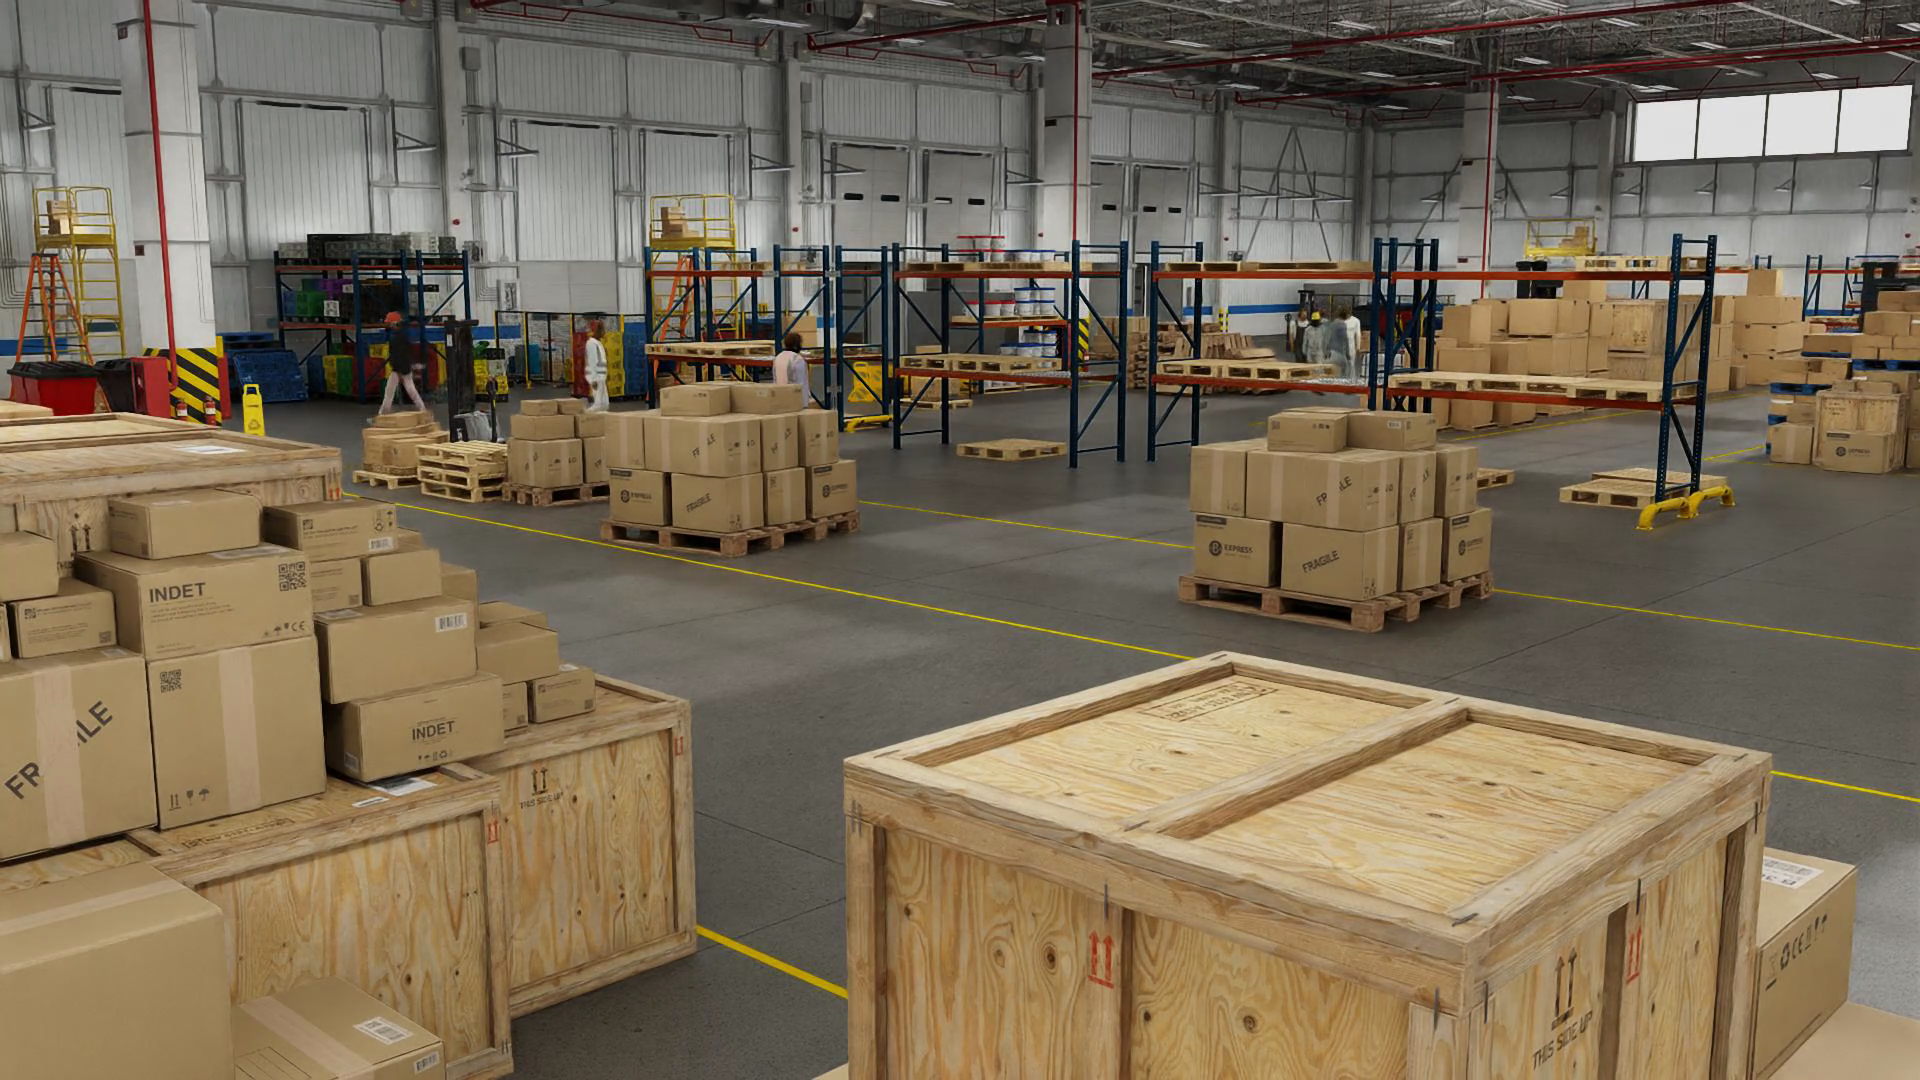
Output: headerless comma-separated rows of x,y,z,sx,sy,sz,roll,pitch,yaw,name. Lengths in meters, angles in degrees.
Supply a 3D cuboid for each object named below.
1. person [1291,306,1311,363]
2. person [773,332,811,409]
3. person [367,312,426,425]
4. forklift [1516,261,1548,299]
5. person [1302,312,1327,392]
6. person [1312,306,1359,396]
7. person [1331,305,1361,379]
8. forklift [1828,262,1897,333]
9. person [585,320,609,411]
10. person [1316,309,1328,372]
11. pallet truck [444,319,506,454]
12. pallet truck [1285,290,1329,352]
7.620,-4.294,37.097,0.514,1.827,0.646,0,9,-1,person
-2.137,-1.755,21.484,0.429,1.840,0.636,-8,12,-39,person
-9.472,-2.871,28.054,1.047,1.941,0.614,1,9,6,person
12.924,-4.937,37.813,1.873,2.768,1.129,9,13,43,forklift
7.594,-4.012,35.670,0.523,1.722,0.702,3,10,20,person
7.857,-3.932,34.728,1.018,1.888,0.649,0,9,0,person
8.370,-4.154,36.101,0.653,1.869,1.010,2,10,15,person
23.211,-5.655,42.217,1.129,2.768,1.873,-5,10,-27,forklift
-5.707,-2.515,26.092,0.506,1.852,0.665,1,9,5,person
9.361,-5.180,43.134,0.311,1.633,0.519,-4,10,-24,person
-6.981,-1.942,22.150,1.885,1.965,0.823,1,9,9,pallet truck
11.297,-6.951,52.861,1.885,1.965,0.823,-5,11,-29,pallet truck
